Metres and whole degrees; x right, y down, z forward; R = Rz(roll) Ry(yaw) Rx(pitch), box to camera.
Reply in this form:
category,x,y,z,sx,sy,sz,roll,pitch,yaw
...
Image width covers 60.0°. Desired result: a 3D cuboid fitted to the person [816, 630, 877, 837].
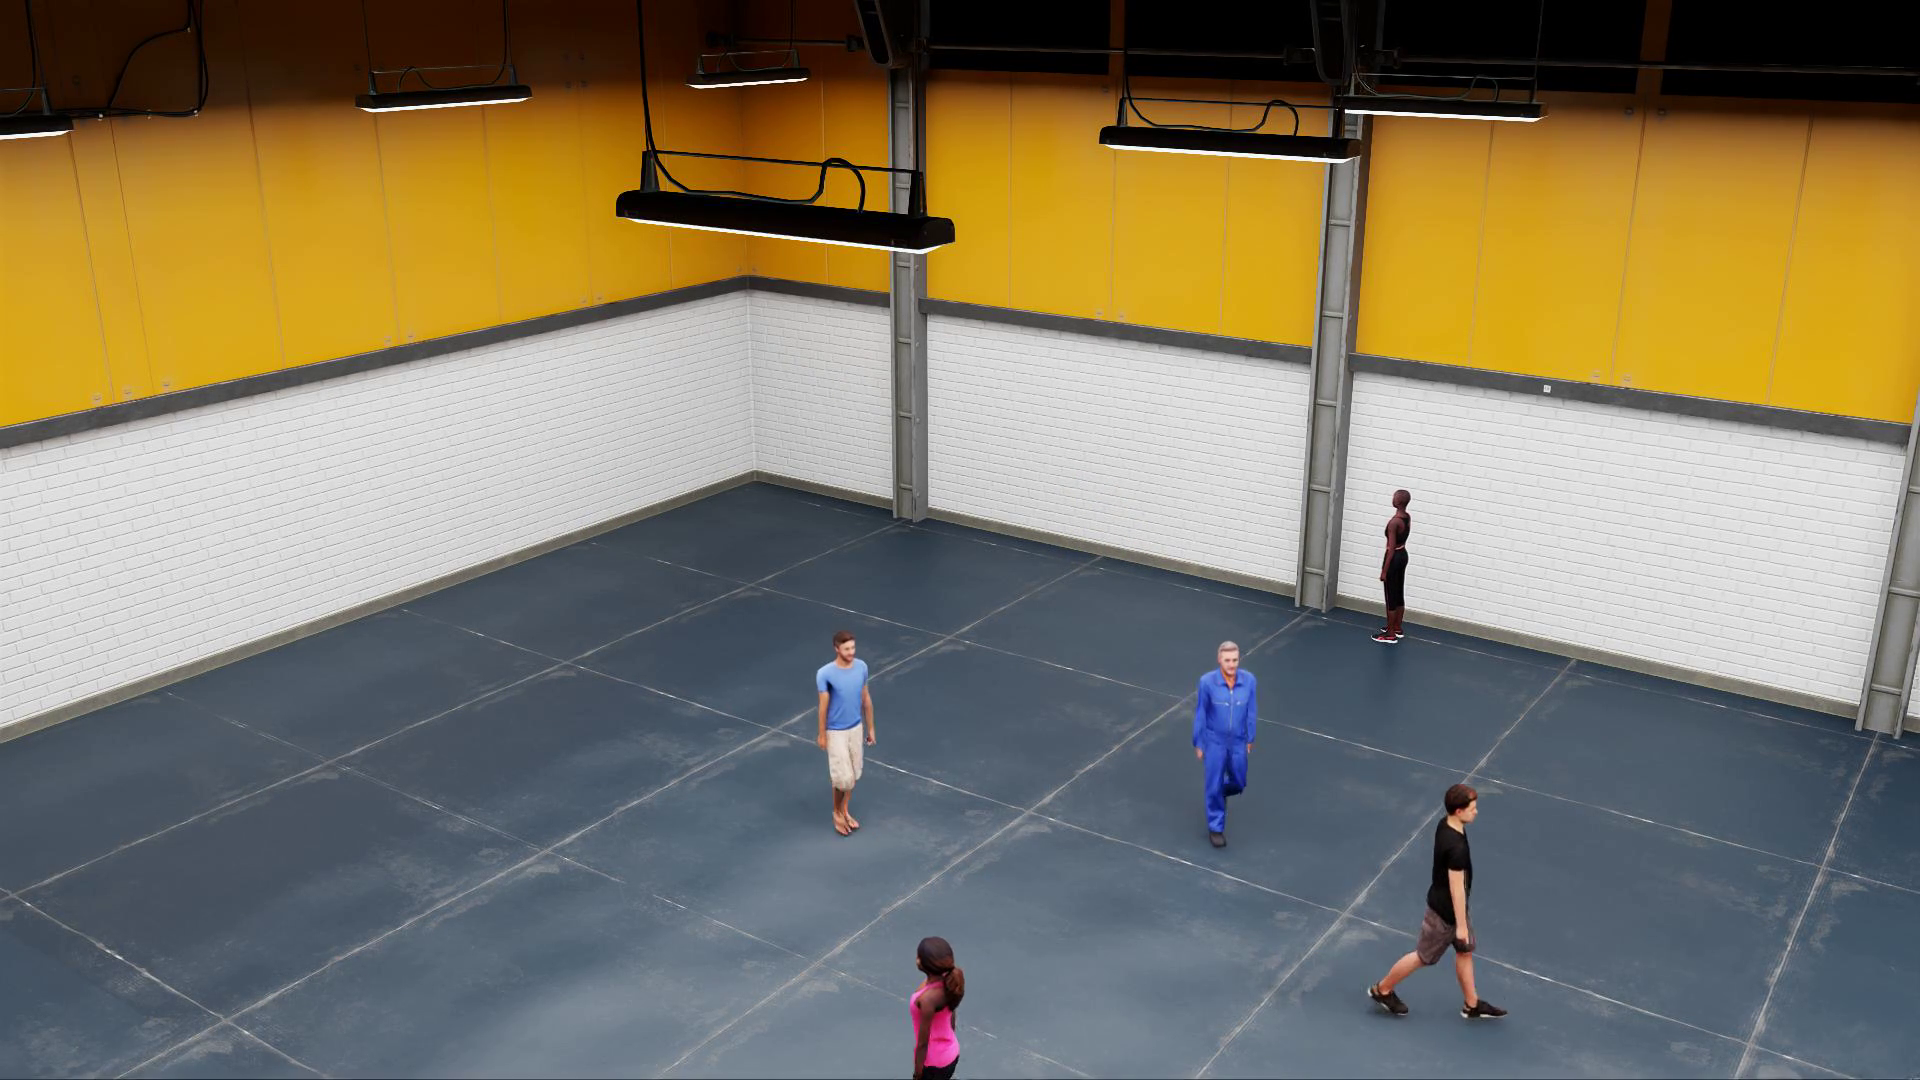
category,x,y,z,sx,sy,sz,roll,pitch,yaw
person,-1.054,1.613,14.423,0.743,1.853,0.773,-13,23,-34

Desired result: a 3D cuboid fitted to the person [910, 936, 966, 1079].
category,x,y,z,sx,sy,sz,roll,pitch,yaw
person,-0.059,3.165,10.030,0.667,1.716,0.638,8,20,21

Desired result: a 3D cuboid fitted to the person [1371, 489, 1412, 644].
category,x,y,z,sx,sy,sz,roll,pitch,yaw
person,4.861,0.277,18.541,0.533,1.758,0.602,14,23,36

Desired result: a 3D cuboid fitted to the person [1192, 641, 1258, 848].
category,x,y,z,sx,sy,sz,roll,pitch,yaw
person,2.240,1.697,14.242,1.028,1.811,1.081,-2,19,-7

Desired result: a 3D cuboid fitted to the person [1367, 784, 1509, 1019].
category,x,y,z,sx,sy,sz,roll,pitch,yaw
person,3.325,2.557,11.658,1.304,1.830,0.993,4,19,13
